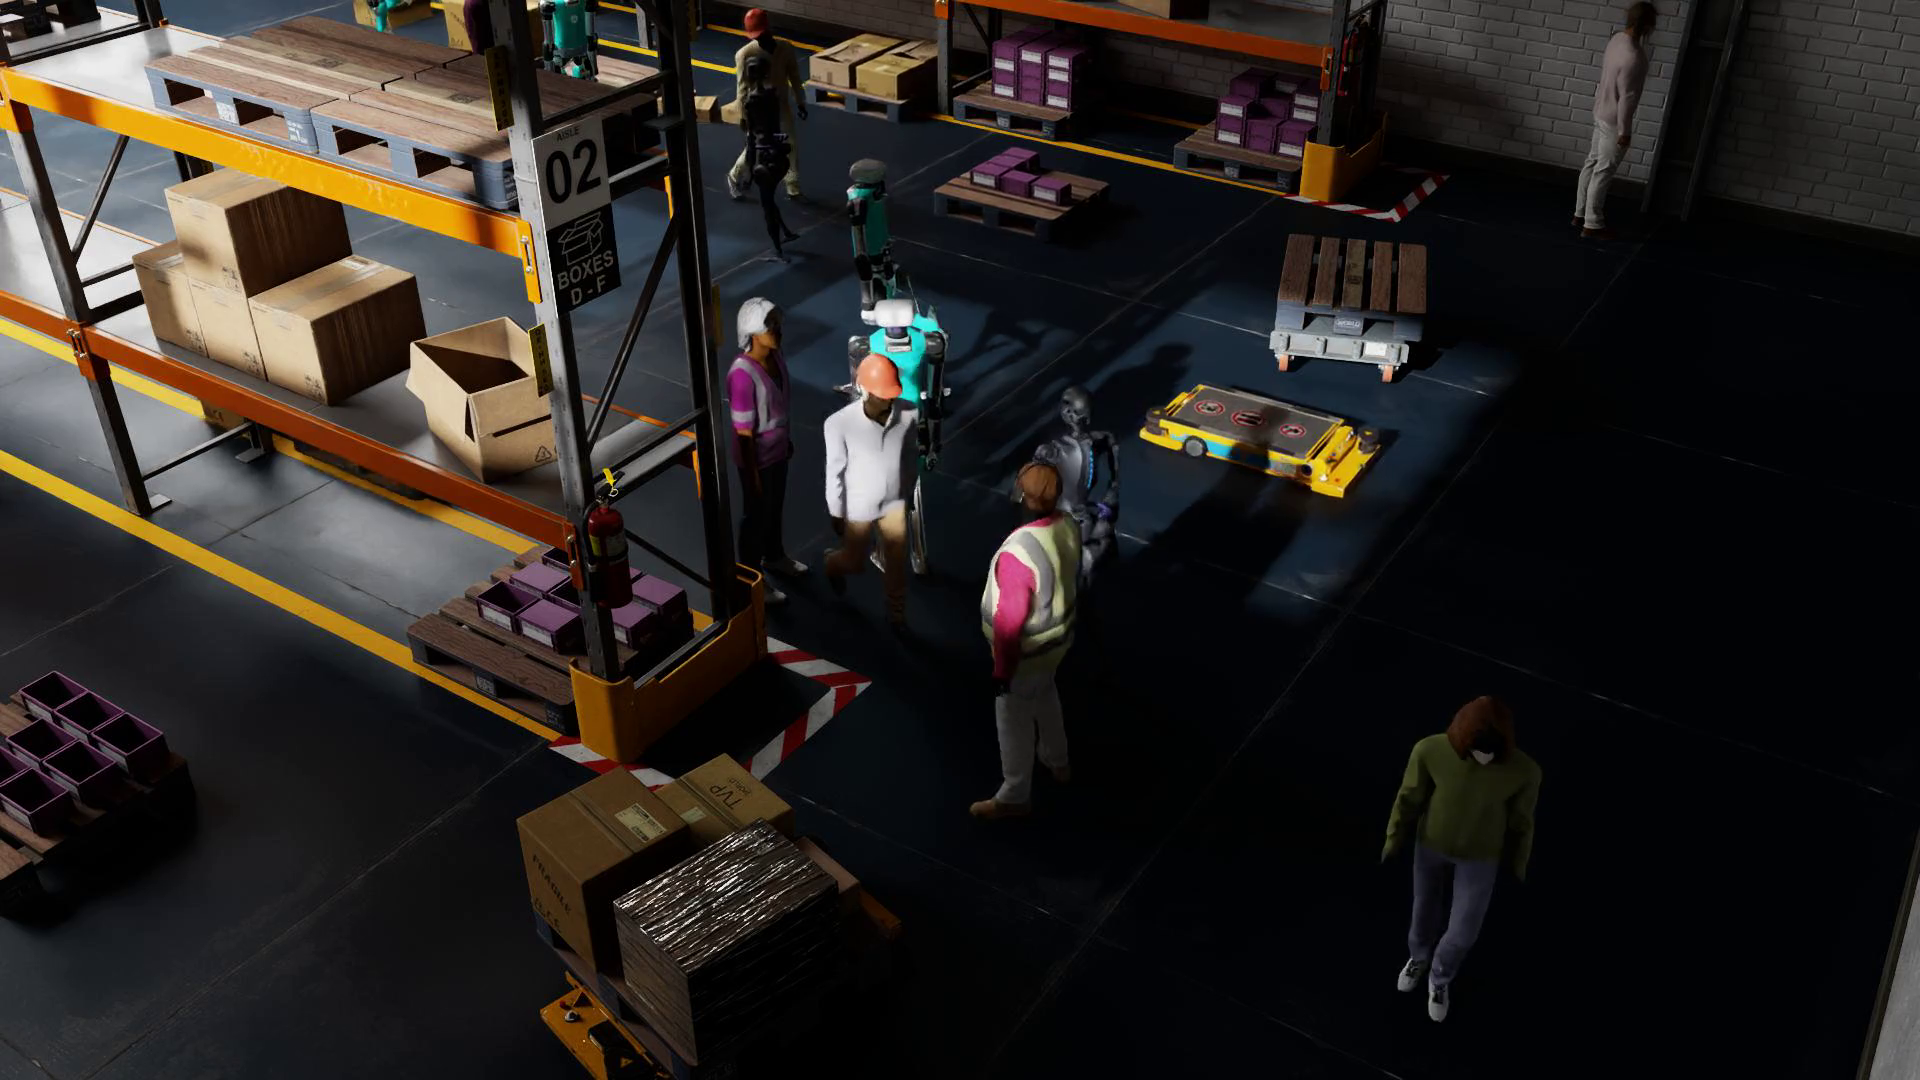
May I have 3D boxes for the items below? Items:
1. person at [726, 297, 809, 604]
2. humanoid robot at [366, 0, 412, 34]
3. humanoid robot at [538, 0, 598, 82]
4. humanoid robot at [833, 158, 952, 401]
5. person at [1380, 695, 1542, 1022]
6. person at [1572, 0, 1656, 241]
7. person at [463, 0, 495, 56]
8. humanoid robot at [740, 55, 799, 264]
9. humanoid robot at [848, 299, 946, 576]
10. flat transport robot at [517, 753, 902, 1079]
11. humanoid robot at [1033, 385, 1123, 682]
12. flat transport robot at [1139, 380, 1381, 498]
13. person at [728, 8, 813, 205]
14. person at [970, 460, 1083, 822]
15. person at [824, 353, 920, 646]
[{"bbox_3d":[-1.084,-0.498,9.202,0.335,1.840,0.508,11,35,17],"label":"person"},{"bbox_3d":[-6.039,-5.660,17.257,0.813,1.810,0.571,26,41,34],"label":"humanoid robot"},{"bbox_3d":[-3.597,-4.296,15.007,0.533,1.677,0.735,-26,41,-33],"label":"humanoid robot"},{"bbox_3d":[-0.361,-1.656,11.118,1.042,1.757,0.558,7,34,11],"label":"humanoid robot"},{"bbox_3d":[1.981,1.277,6.672,0.564,1.613,0.499,14,36,21],"label":"person"},{"bbox_3d":[5.372,-3.435,13.623,0.372,1.940,0.630,2,33,3],"label":"person"},{"bbox_3d":[-4.279,-4.362,15.046,0.435,1.943,0.496,3,33,5],"label":"person"},{"bbox_3d":[-1.523,-3.013,13.213,0.347,1.648,0.588,11,35,16],"label":"humanoid robot"},{"bbox_3d":[-0.374,-0.632,9.451,0.538,1.740,0.661,-4,33,-7],"label":"humanoid robot"},{"bbox_3d":[-0.999,1.806,7.097,1.431,0.231,0.659,-26,41,-34],"label":"flat transport robot"},{"bbox_3d":[0.602,0.016,8.602,0.620,1.646,0.583,-18,37,-26],"label":"humanoid robot"},{"bbox_3d":[1.967,-0.681,10.919,1.431,0.231,0.659,19,38,27],"label":"flat transport robot"},{"bbox_3d":[-1.659,-3.735,14.293,0.627,1.715,0.669,-27,42,-35],"label":"person"},{"bbox_3d":[0.321,0.483,7.730,0.432,1.807,0.697,14,36,20],"label":"person"},{"bbox_3d":[-0.494,-0.273,8.947,0.571,1.734,0.625,-17,37,-24],"label":"person"}]
